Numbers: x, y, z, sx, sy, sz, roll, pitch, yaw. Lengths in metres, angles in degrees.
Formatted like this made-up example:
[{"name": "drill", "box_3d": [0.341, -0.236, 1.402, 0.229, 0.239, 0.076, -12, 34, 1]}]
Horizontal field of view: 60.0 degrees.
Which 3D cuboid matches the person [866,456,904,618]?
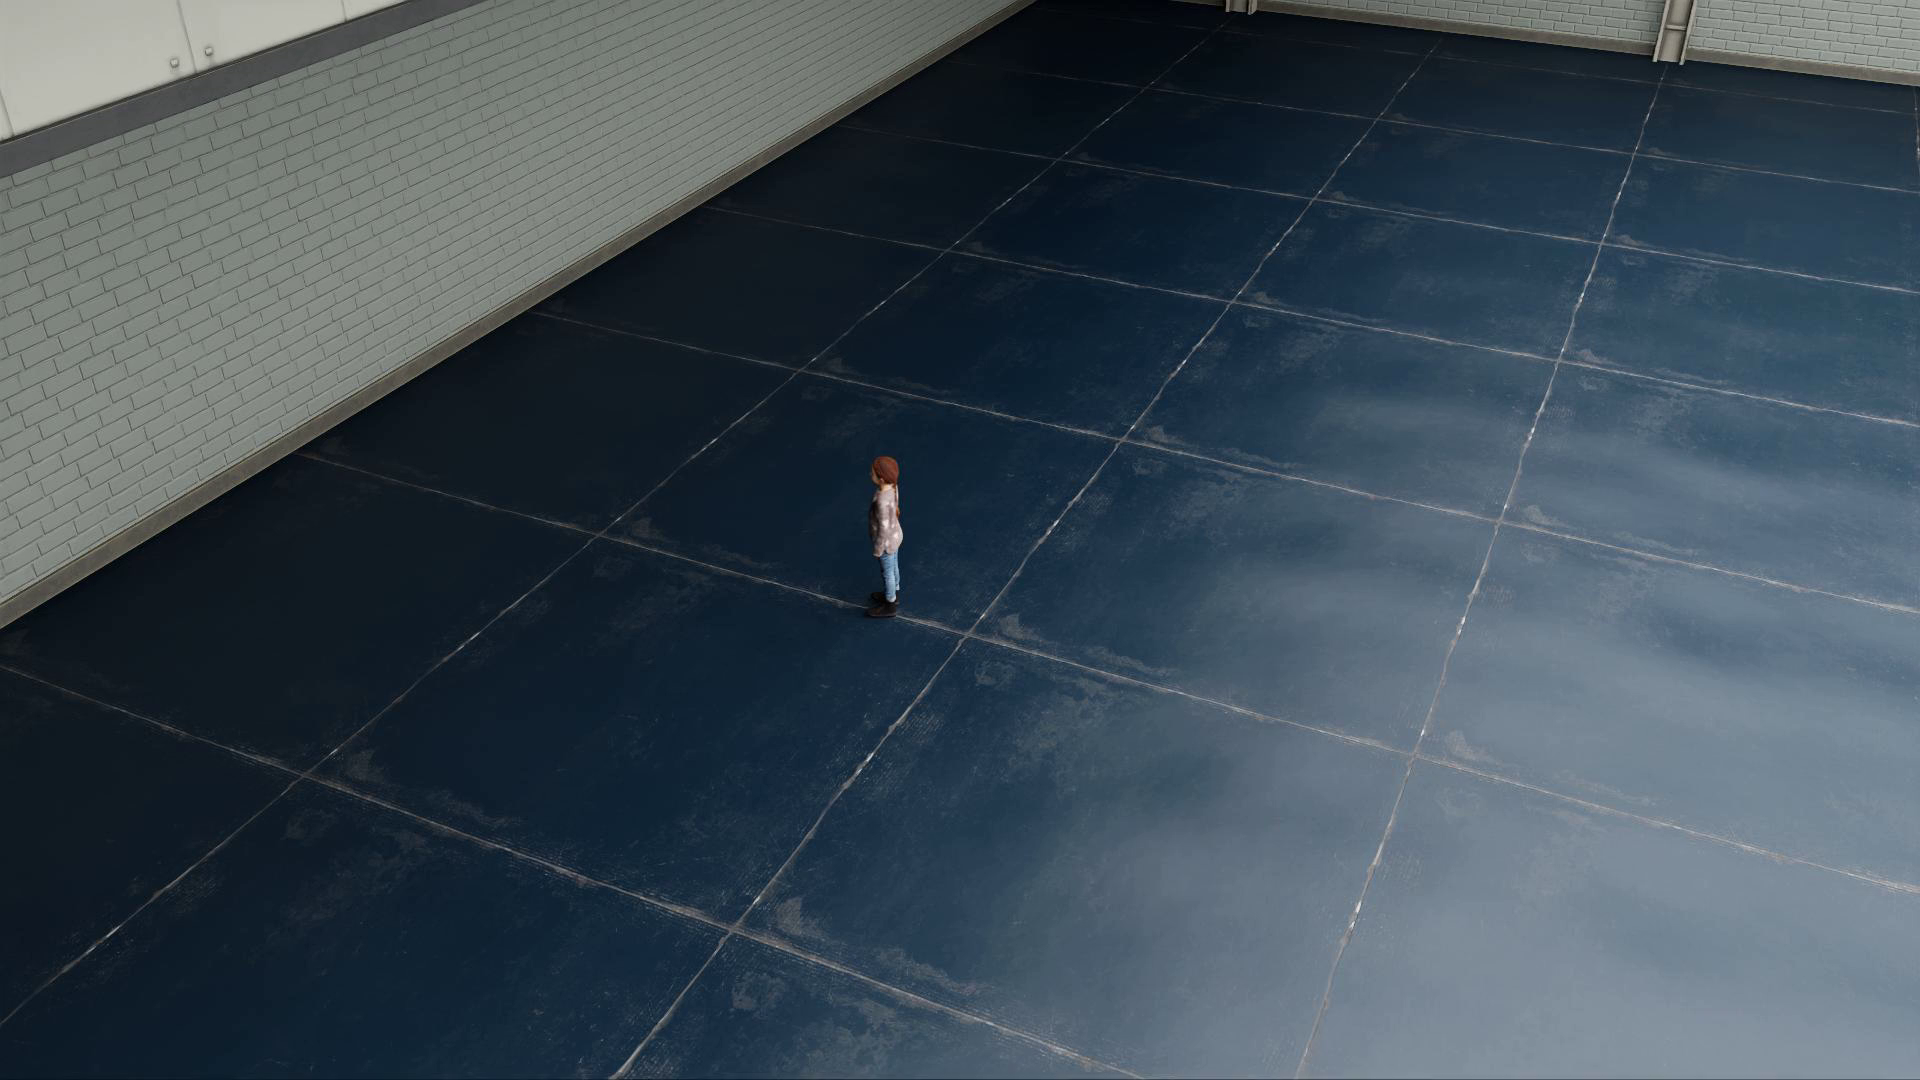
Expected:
[{"name": "person", "box_3d": [-0.491, -0.032, 11.146, 0.532, 1.194, 0.530, 5, 33, 8]}]
